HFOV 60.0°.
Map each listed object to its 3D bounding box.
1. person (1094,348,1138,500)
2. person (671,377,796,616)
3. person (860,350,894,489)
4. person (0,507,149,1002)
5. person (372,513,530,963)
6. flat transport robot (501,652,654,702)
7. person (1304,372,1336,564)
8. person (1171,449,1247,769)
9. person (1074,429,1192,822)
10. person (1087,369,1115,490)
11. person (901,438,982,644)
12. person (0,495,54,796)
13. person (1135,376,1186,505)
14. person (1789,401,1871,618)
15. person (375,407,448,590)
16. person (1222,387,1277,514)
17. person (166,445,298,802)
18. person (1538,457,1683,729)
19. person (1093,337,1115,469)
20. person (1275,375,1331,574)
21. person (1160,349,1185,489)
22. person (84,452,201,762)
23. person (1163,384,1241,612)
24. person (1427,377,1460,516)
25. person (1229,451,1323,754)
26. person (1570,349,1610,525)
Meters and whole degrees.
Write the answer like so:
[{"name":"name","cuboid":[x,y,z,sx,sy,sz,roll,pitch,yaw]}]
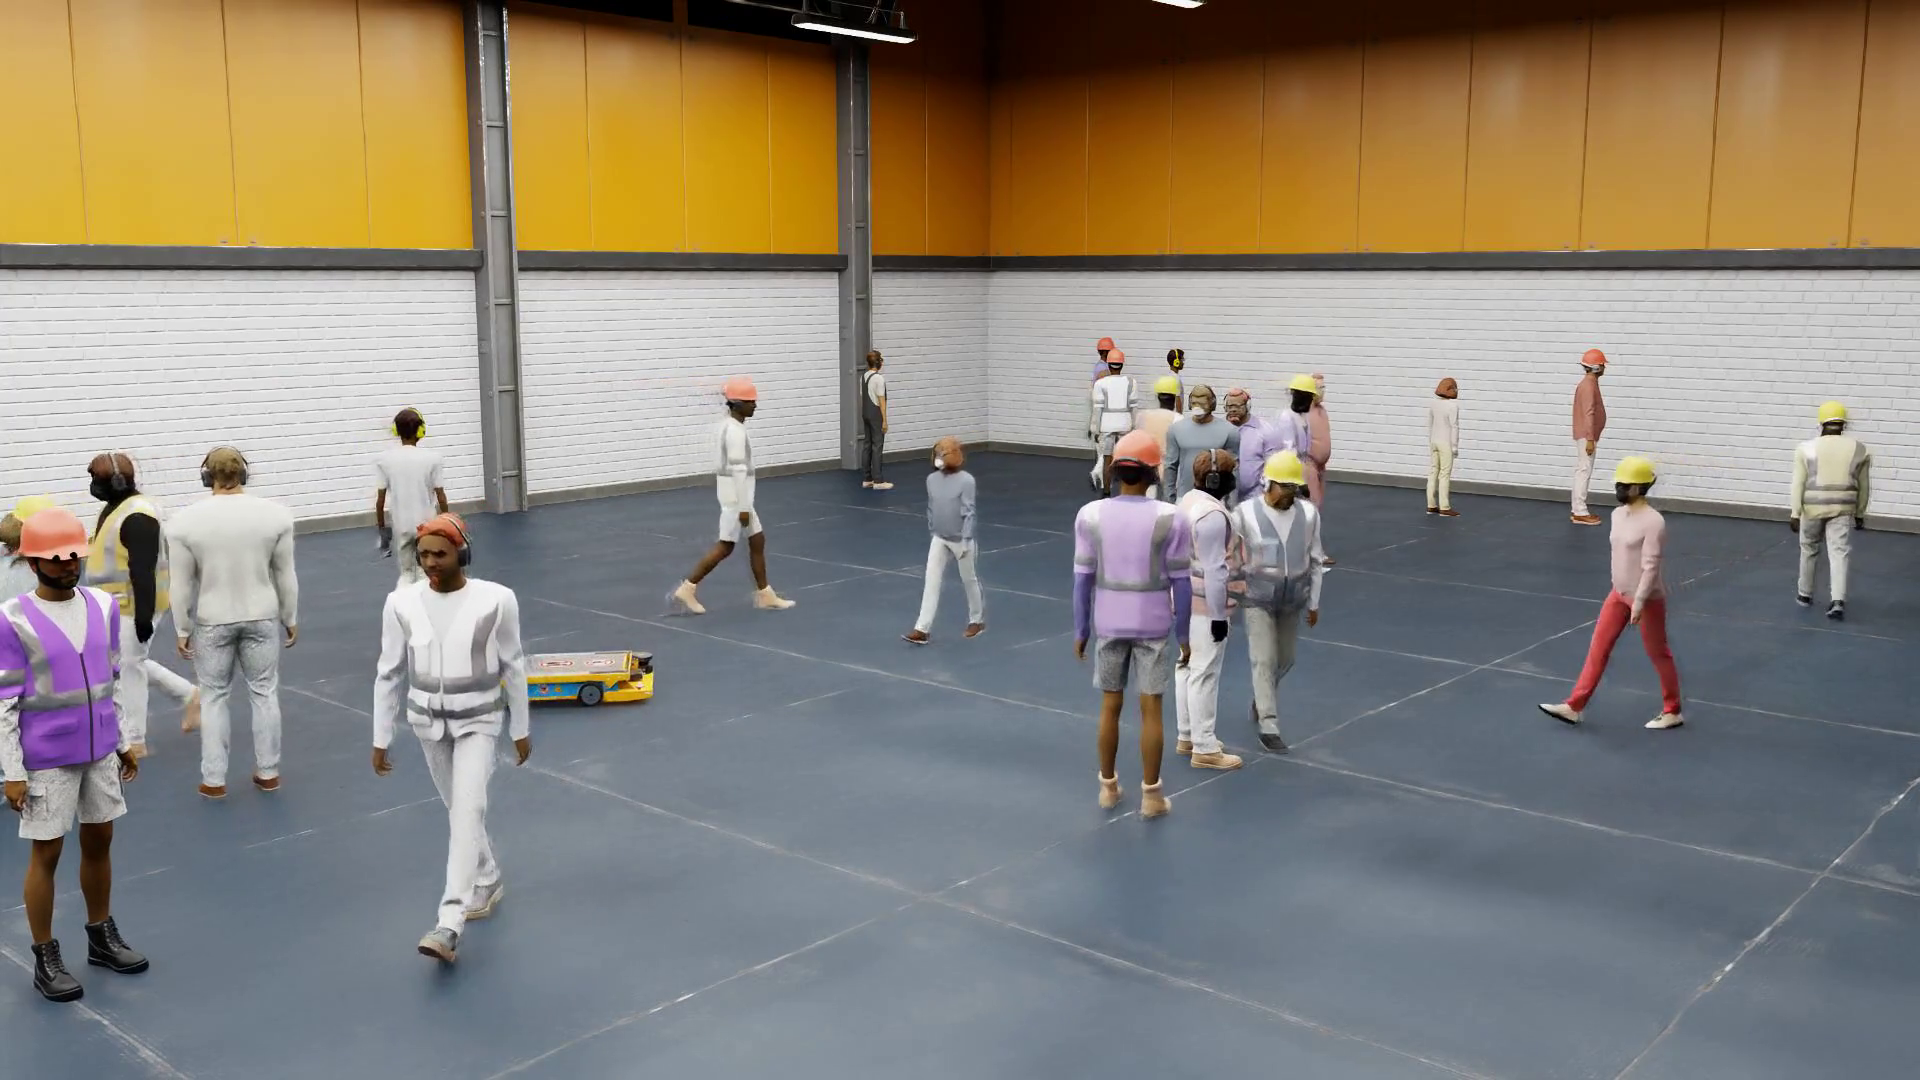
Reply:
[{"name":"person","cuboid":[1.905,-1.380,20.449,0.544,1.939,0.354,-1,9,-6]},{"name":"person","cuboid":[-1.926,-0.360,13.862,1.010,2.008,0.622,-2,9,-10]},{"name":"person","cuboid":[-1.123,-1.593,22.069,0.339,1.846,0.514,-7,11,-37]},{"name":"person","cuboid":[-3.511,0.828,6.578,0.360,1.936,0.552,5,10,27]},{"name":"person","cuboid":[-2.169,0.813,7.002,0.605,1.823,0.989,1,9,5]},{"name":"flat transport robot","cuboid":[-2.791,0.929,11.166,1.431,0.197,0.652,-1,9,-9]},{"name":"person","cuboid":[3.414,-0.725,16.511,0.751,1.888,0.656,7,11,36]},{"name":"person","cuboid":[1.440,0.388,9.646,0.430,1.845,0.624,-1,9,-5]},{"name":"person","cuboid":[0.911,0.438,8.708,0.614,2.042,0.381,3,10,18]},{"name":"person","cuboid":[1.861,-1.440,21.854,0.517,1.607,0.720,7,11,36]},{"name":"person","cuboid":[-0.090,0.010,12.802,0.517,1.587,0.845,7,11,36]},{"name":"person","cuboid":[-4.951,0.597,8.818,0.543,1.697,0.503,1,9,7]},{"name":"person","cuboid":[1.923,-0.633,15.947,0.588,1.887,0.989,5,10,26]},{"name":"person","cuboid":[7.272,-0.264,13.908,0.612,1.796,0.907,3,9,16]},{"name":"person","cuboid":[-4.075,-0.070,12.478,0.519,1.856,0.434,0,9,0]},{"name":"person","cuboid":[2.357,-0.357,14.167,0.654,1.895,0.401,3,9,16]},{"name":"person","cuboid":[-3.920,0.448,9.014,0.639,1.930,0.376,-5,10,-28]},{"name":"person","cuboid":[4.123,0.345,10.312,0.929,1.716,0.545,-2,9,-12]},{"name":"person","cuboid":[2.098,-1.963,24.103,0.354,1.939,0.544,0,9,1]},{"name":"person","cuboid":[3.167,-0.594,15.616,0.767,1.896,0.626,6,11,35]},{"name":"person","cuboid":[2.820,-1.577,21.899,0.328,1.872,0.515,-3,10,-18]},{"name":"person","cuboid":[-4.803,0.377,9.776,0.622,1.822,0.635,-7,12,-39]},{"name":"person","cuboid":[2.005,-0.331,13.860,0.637,1.936,0.355,2,9,15]},{"name":"person","cuboid":[5.717,-1.102,19.650,0.285,1.633,0.501,-3,10,-20]},{"name":"person","cuboid":[1.888,0.334,10.126,0.610,1.802,0.805,-2,9,-10]},{"name":"person","cuboid":[7.186,-1.181,19.008,0.370,1.996,0.622,3,9,17]}]
